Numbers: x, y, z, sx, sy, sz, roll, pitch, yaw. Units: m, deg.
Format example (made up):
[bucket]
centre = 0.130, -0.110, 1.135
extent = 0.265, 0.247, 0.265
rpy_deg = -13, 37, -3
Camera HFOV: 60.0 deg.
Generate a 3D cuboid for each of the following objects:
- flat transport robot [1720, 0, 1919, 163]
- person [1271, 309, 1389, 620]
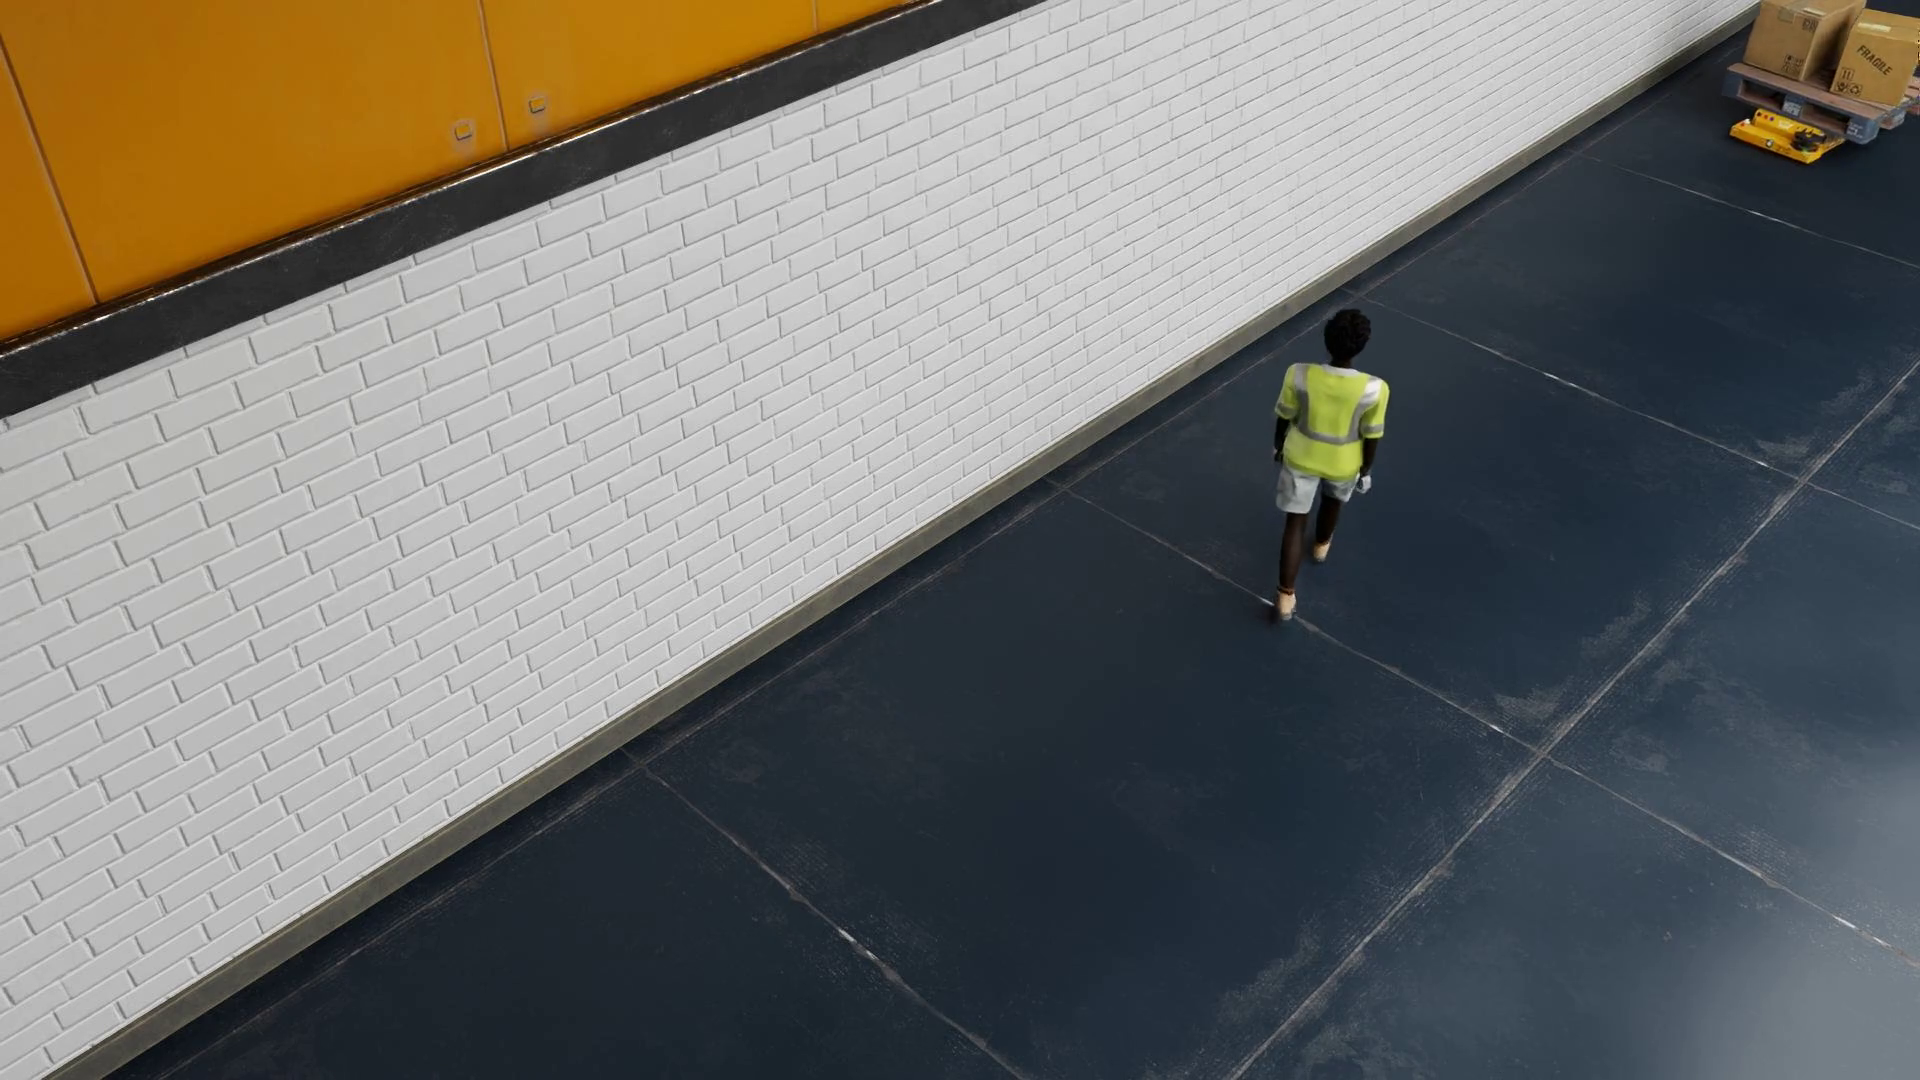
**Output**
[flat transport robot]
centre = 6.764, -3.351, 13.109
extent = 1.431, 0.231, 0.659
rpy_deg = -27, 46, -29
[person]
centre = 1.811, -0.406, 8.314
extent = 0.534, 1.654, 0.847
rpy_deg = 10, 40, 12
